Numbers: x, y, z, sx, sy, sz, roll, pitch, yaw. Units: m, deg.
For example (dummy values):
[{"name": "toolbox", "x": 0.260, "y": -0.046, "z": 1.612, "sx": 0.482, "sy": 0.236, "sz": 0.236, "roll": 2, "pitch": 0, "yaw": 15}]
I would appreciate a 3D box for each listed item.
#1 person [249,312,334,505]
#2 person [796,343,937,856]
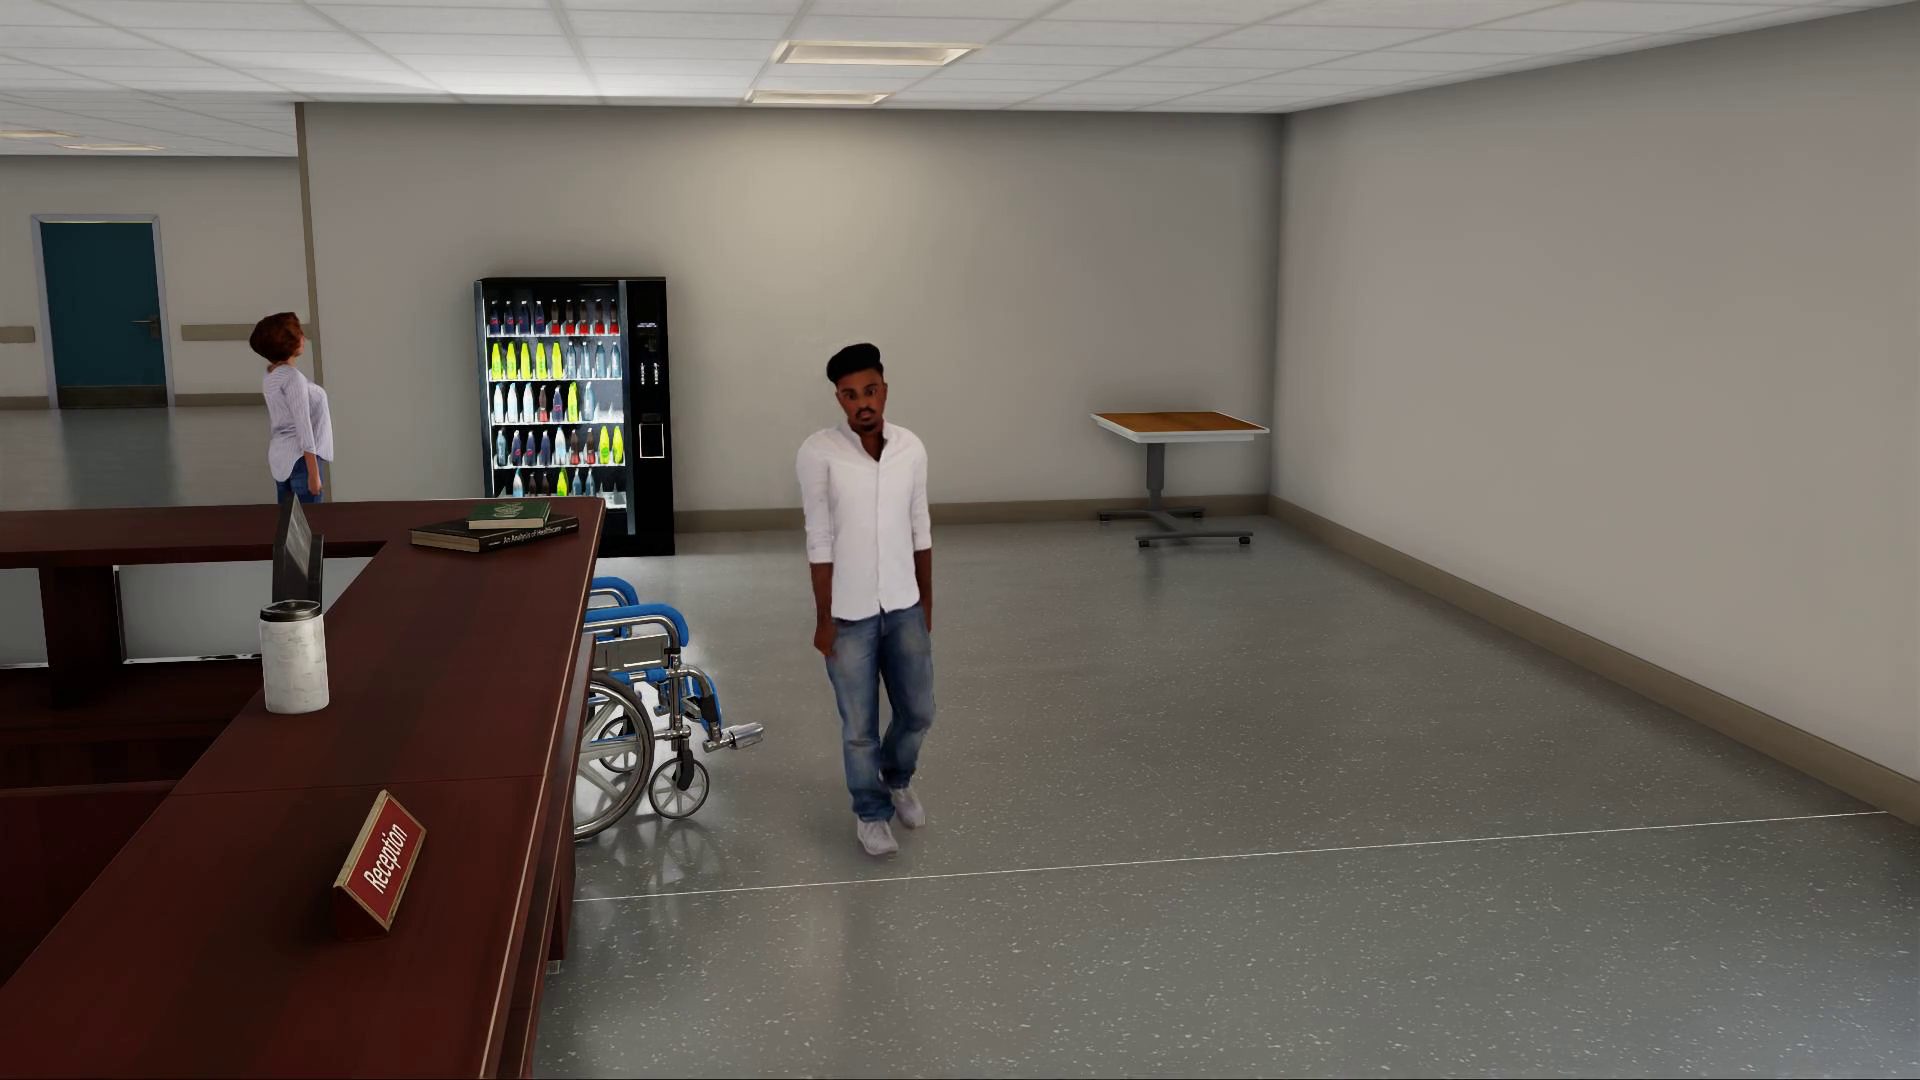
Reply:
[{"name": "person", "x": -3.809, "y": -0.448, "z": 9.491, "sx": 0.772, "sy": 1.713, "sz": 0.746, "roll": -9, "pitch": 14, "yaw": -39}, {"name": "person", "x": -0.345, "y": 0.202, "z": 5.861, "sx": 0.663, "sy": 1.790, "sz": 0.762, "roll": -5, "pitch": 12, "yaw": -23}]
